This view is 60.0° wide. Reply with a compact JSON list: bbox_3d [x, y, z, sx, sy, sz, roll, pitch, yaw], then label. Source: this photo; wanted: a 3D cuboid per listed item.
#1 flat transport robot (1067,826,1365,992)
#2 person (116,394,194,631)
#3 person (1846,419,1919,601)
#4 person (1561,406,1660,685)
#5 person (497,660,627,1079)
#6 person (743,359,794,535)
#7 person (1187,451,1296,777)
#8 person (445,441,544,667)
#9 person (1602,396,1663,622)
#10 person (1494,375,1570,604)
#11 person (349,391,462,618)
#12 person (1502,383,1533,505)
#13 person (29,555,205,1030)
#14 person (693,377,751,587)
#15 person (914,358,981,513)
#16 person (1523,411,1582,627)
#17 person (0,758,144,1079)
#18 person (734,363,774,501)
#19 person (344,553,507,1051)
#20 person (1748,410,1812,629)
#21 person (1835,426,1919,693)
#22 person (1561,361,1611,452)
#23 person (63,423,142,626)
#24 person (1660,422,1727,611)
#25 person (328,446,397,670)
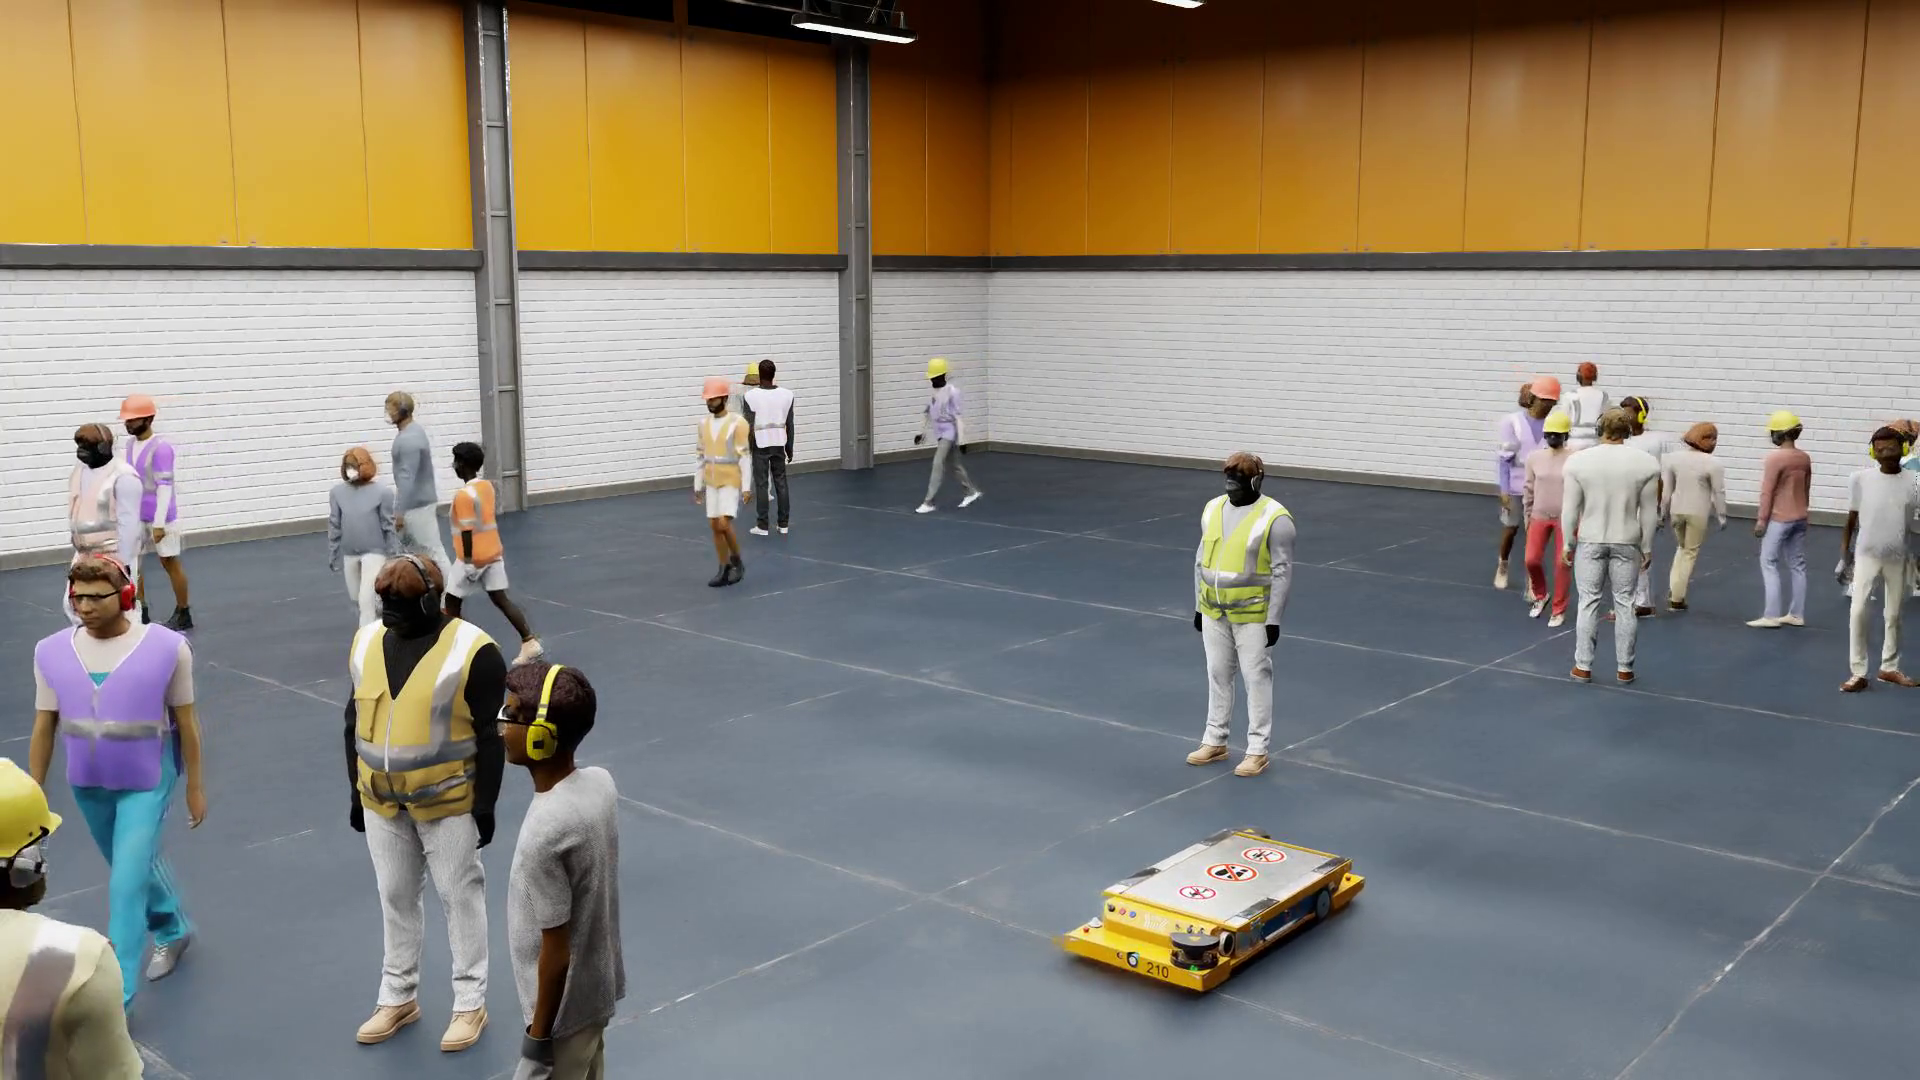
[{"bbox_3d":[1.142,1.558,7.216,0.652,0.197,1.431,7,12,38],"label":"flat transport robot"},{"bbox_3d":[-6.398,-0.187,13.035,0.568,1.907,0.726,6,11,32],"label":"person"},{"bbox_3d":[8.150,-0.249,14.415,0.877,1.584,0.541,0,9,2],"label":"person"},{"bbox_3d":[4.485,0.039,11.531,0.629,1.940,0.376,3,9,17],"label":"person"},{"bbox_3d":[-1.036,1.224,4.294,0.328,1.876,0.514,0,9,3],"label":"person"},{"bbox_3d":[-2.087,-1.010,18.183,0.599,1.917,0.377,-5,11,-30],"label":"person"},{"bbox_3d":[1.584,0.413,9.488,0.627,1.844,0.429,9,13,44],"label":"person"},{"bbox_3d":[-3.443,0.106,11.999,0.871,1.651,0.536,2,9,10],"label":"person"},{"bbox_3d":[5.458,-0.255,13.669,0.676,1.845,0.498,-1,9,-8],"label":"person"},{"bbox_3d":[4.997,-0.469,14.604,0.615,1.991,1.034,1,9,5],"label":"person"},{"bbox_3d":[-4.555,-0.259,13.534,0.961,1.891,0.652,-3,10,-20],"label":"person"},{"bbox_3d":[6.661,-1.070,19.613,0.512,1.581,0.716,0,9,-2],"label":"person"},{"bbox_3d":[-3.223,0.934,6.376,0.588,1.799,0.985,0,9,0],"label":"person"},{"bbox_3d":[-2.176,-0.514,15.060,0.564,1.917,0.410,5,10,30],"label":"person"},{"bbox_3d":[-0.139,-1.275,20.035,0.956,1.861,0.719,-5,10,-29],"label":"person"},{"bbox_3d":[4.780,-0.163,13.402,0.529,1.755,0.362,6,11,34],"label":"person"},{"bbox_3d":[-2.022,1.363,3.576,0.617,1.819,0.490,0,9,2],"label":"person"},{"bbox_3d":[-2.573,-1.350,20.871,0.494,1.741,0.309,0,9,1],"label":"person"},{"bbox_3d":[-1.977,0.955,6.105,0.619,1.839,0.430,2,9,13],"label":"person"},{"bbox_3d":[6.612,-0.163,13.384,0.535,1.755,0.368,-5,10,-30],"label":"person"},{"bbox_3d":[6.318,0.133,11.336,0.597,1.830,0.580,4,10,26],"label":"person"},{"bbox_3d":[6.988,-1.070,18.706,0.592,1.887,0.406,-1,9,-9],"label":"person"},{"bbox_3d":[-5.916,0.108,11.441,0.660,1.825,0.537,4,10,26],"label":"person"},{"bbox_3d":[6.204,-0.197,14.029,0.509,1.605,0.520,-7,11,-36],"label":"person"},{"bbox_3d":[-4.360,0.094,12.226,0.508,1.606,0.746,2,9,10],"label":"person"}]
